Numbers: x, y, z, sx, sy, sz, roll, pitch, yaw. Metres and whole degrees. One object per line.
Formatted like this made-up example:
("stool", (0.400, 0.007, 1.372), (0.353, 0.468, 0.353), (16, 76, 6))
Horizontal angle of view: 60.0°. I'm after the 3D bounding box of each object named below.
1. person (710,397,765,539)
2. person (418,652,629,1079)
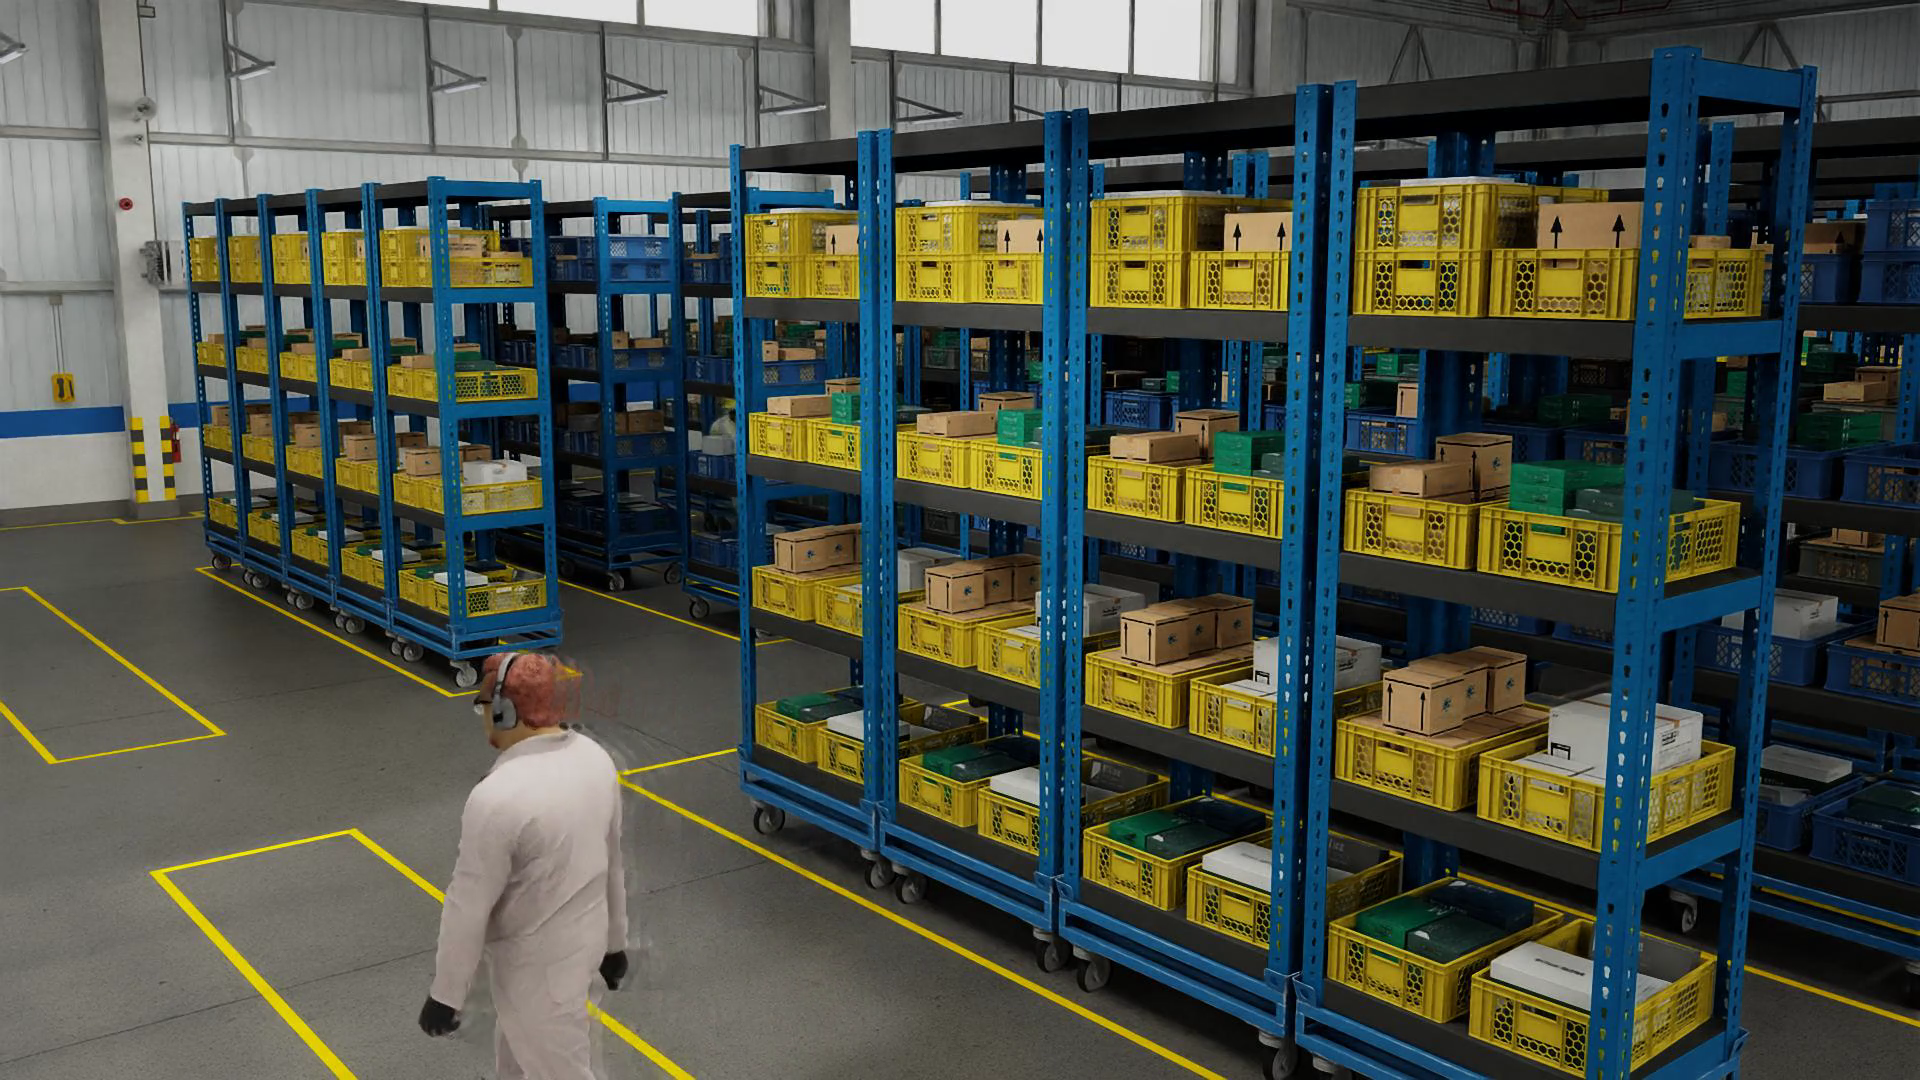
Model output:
("person", (-2.176, -0.638, 16.754), (0.578, 1.768, 0.872), (-5, 11, -29))
("person", (-1.369, 1.264, 5.027), (0.863, 1.871, 0.645), (2, 10, 13))
